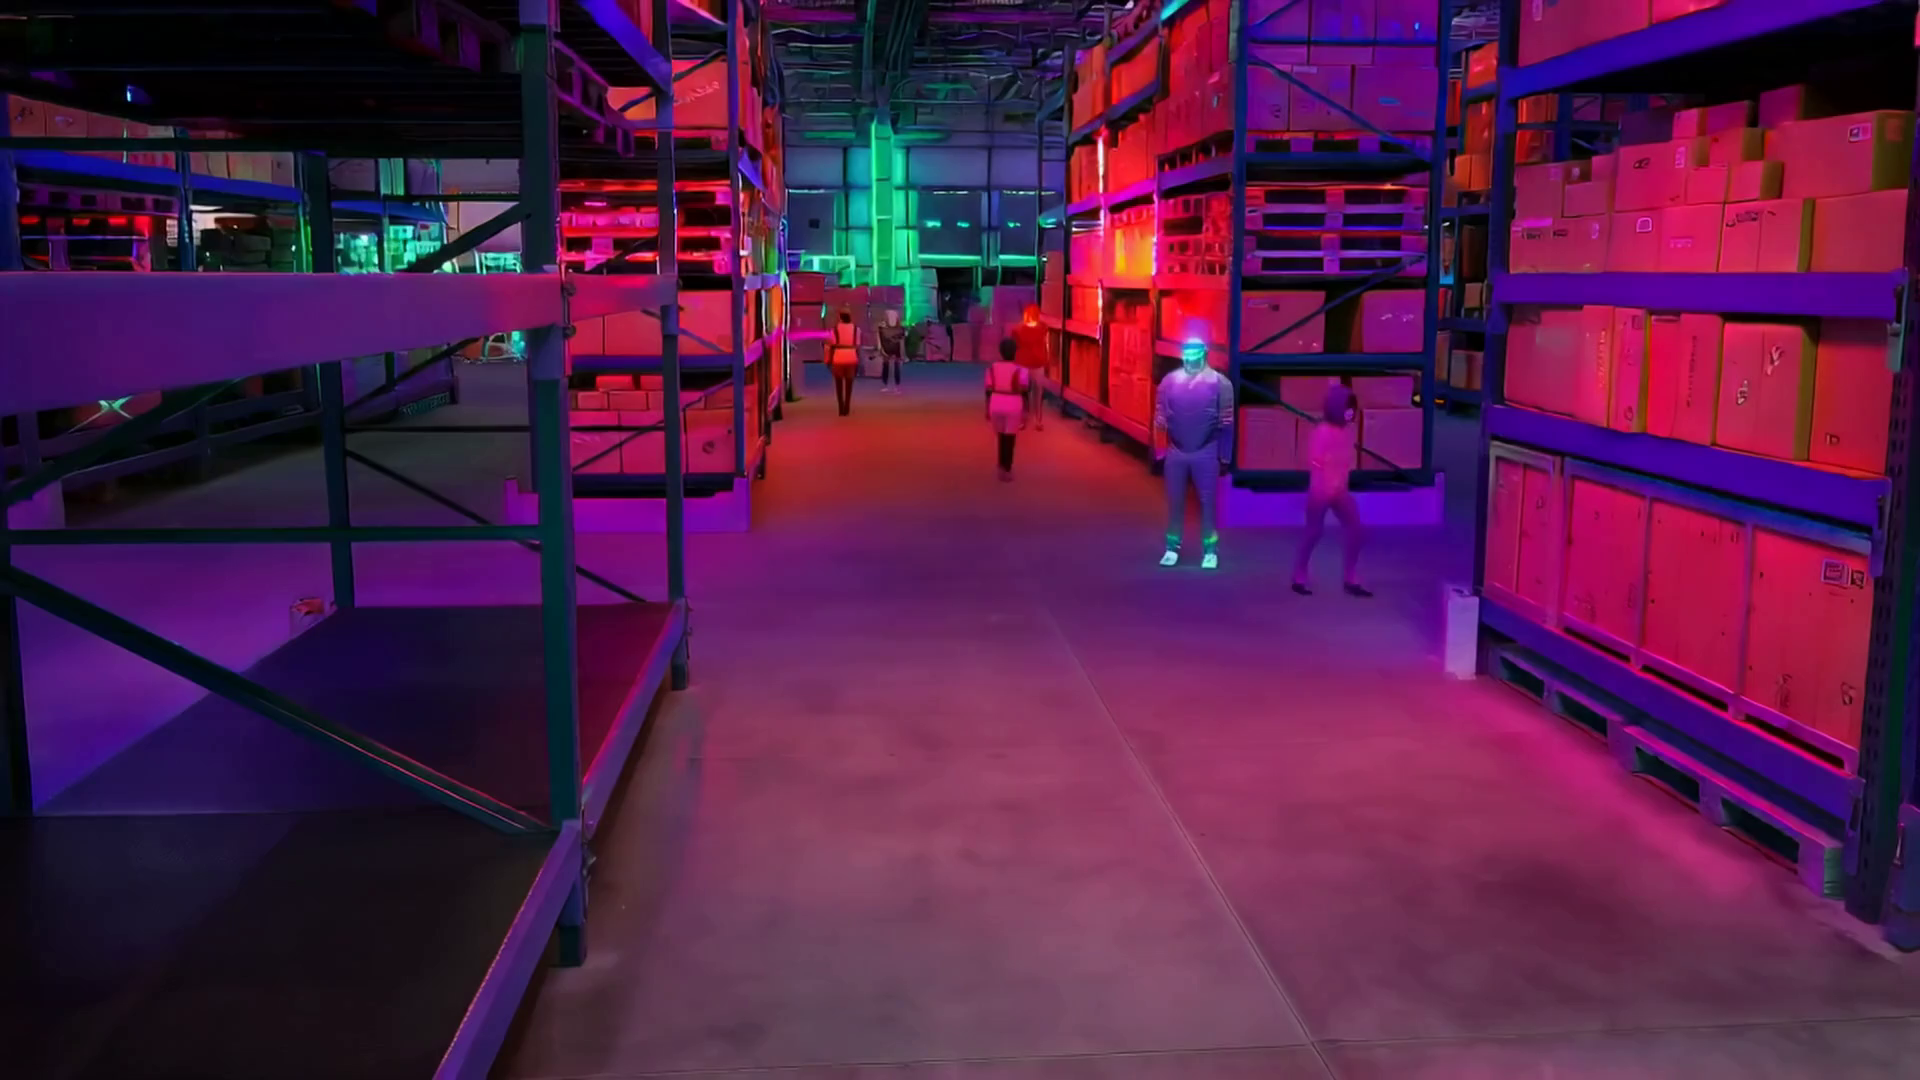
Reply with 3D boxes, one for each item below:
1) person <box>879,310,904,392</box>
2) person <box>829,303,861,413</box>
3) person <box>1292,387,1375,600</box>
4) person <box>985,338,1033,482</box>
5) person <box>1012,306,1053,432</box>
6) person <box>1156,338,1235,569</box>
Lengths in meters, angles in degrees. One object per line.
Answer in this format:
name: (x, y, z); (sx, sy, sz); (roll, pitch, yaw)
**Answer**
person: (-1.404, -3.869, 34.145); (0.531, 1.692, 0.320); (-1, 9, -5)
person: (-1.988, -3.131, 28.795); (0.550, 1.921, 0.569); (-1, 9, -7)
person: (2.761, -0.337, 12.305); (0.511, 1.586, 0.724); (-7, 11, -36)
person: (0.607, -1.529, 19.490); (0.551, 1.669, 0.633); (5, 10, 27)
person: (1.102, -2.632, 25.606); (0.638, 1.938, 0.356); (2, 9, 10)
person: (1.920, -0.708, 13.670); (0.649, 1.899, 0.399); (4, 10, 25)
